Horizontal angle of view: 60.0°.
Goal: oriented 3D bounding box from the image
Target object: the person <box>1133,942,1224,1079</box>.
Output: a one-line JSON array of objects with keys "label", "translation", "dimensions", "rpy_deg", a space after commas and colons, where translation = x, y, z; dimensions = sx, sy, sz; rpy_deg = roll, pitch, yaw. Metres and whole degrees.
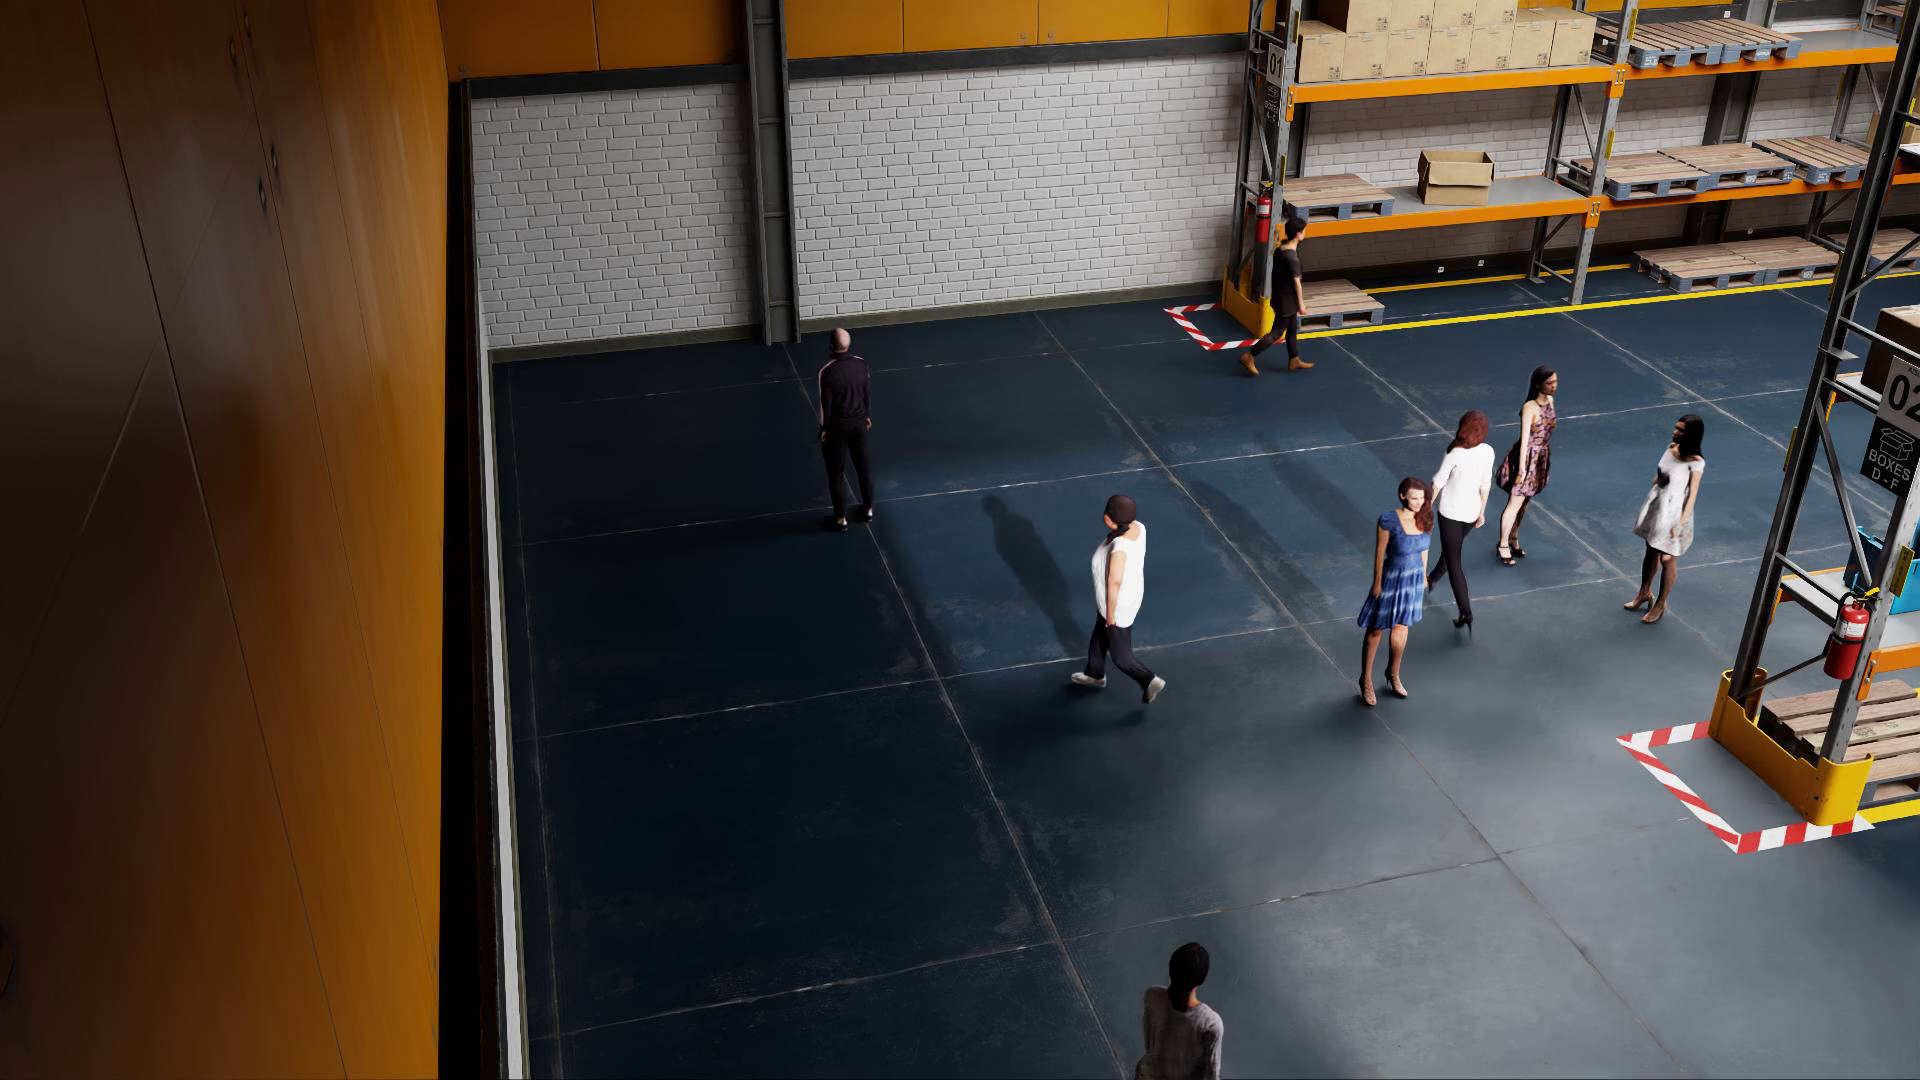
[{"label": "person", "translation": [0.969, 2.682, 7.885], "dimensions": [1.047, 1.736, 1.128], "rpy_deg": [16, 33, 27]}]

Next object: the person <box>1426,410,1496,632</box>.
[{"label": "person", "translation": [3.932, -0.114, 12.996], "dimensions": [1.051, 1.749, 0.690], "rpy_deg": [-8, 30, -14]}]

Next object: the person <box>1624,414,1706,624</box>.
[{"label": "person", "translation": [5.567, -0.176, 13.082], "dimensions": [0.615, 1.774, 0.633], "rpy_deg": [-7, 29, -12]}]

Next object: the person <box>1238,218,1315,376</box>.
[{"label": "person", "translation": [3.341, -2.525, 17.479], "dimensions": [1.128, 1.689, 0.785], "rpy_deg": [0, 29, 0]}]

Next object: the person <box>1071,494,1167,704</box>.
[{"label": "person", "translation": [1.185, 0.444, 12.060], "dimensions": [1.112, 1.666, 1.010], "rpy_deg": [12, 31, 21]}]

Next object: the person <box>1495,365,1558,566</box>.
[{"label": "person", "translation": [4.763, -0.631, 13.918], "dimensions": [0.856, 1.774, 0.776], "rpy_deg": [24, 37, 37]}]

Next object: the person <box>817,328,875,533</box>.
[{"label": "person", "translation": [-0.997, -0.964, 14.465], "dimensions": [0.651, 1.834, 0.818], "rpy_deg": [-19, 34, -31]}]

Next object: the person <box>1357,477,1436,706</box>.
[{"label": "person", "translation": [3.175, 0.363, 12.062], "dimensions": [0.556, 1.805, 0.757], "rpy_deg": [-11, 31, -20]}]
